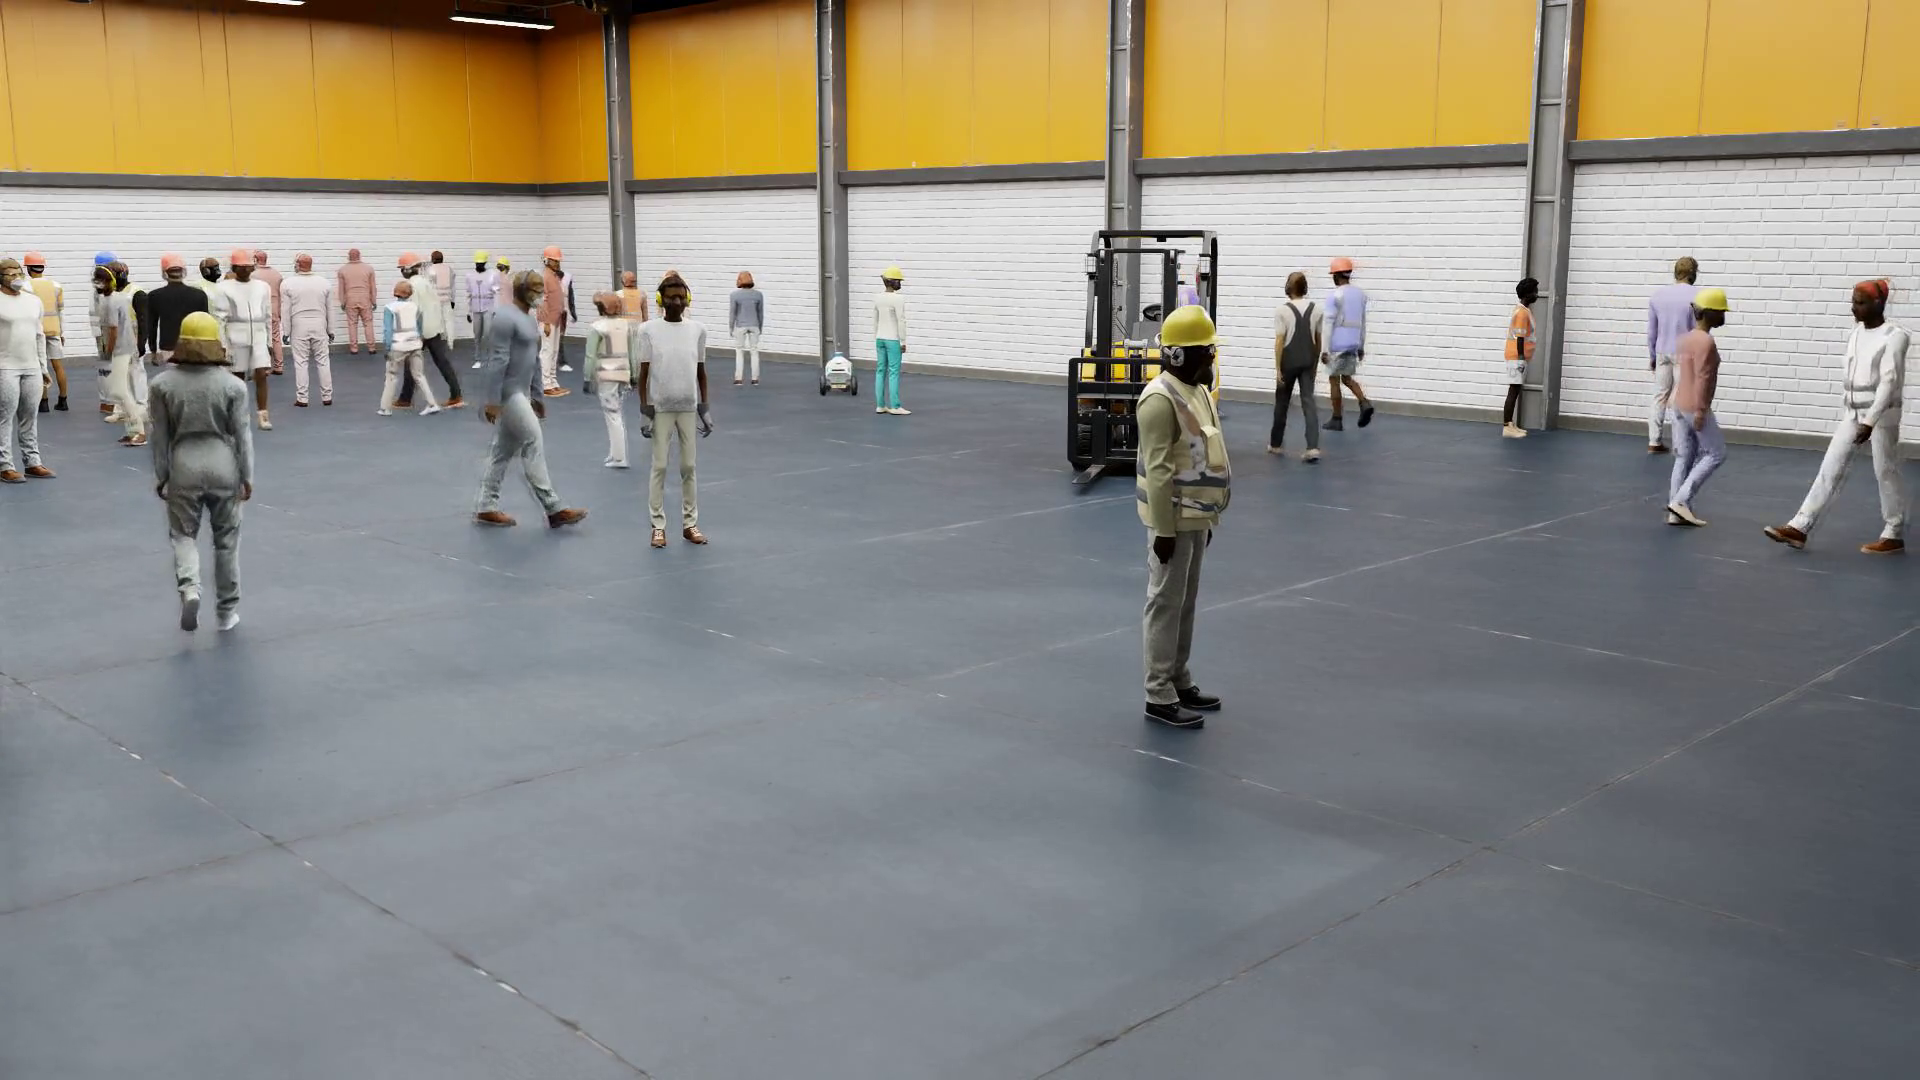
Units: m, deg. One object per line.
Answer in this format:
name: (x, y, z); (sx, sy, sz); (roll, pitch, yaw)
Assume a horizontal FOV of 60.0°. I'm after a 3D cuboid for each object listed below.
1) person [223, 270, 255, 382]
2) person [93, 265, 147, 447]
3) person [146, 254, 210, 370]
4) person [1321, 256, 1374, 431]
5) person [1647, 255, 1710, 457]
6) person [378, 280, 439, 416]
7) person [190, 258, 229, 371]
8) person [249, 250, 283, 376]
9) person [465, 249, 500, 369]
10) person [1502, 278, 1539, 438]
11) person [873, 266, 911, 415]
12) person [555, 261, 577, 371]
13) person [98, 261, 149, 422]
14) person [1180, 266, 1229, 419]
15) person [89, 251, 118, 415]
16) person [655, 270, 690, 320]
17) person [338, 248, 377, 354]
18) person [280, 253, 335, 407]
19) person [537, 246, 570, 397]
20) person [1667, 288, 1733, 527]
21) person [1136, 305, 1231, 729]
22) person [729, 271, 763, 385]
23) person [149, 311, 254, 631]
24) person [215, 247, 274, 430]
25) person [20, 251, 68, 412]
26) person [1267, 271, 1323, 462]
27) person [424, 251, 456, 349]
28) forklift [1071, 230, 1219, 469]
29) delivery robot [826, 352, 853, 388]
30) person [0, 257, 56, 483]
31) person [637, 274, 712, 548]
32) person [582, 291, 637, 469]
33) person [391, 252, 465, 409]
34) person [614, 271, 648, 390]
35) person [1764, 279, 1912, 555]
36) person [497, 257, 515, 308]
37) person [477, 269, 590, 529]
person: (-10.512, -3.102, 24.170); (0.279, 1.634, 0.499); (10, 14, 43)
person: (-8.538, -1.860, 16.883); (0.361, 1.834, 0.656); (-4, 11, -21)
person: (-8.230, -2.035, 17.555); (0.619, 1.929, 1.044); (-7, 12, -33)
person: (4.204, -2.123, 18.071); (0.571, 1.915, 0.586); (-6, 12, -29)
person: (6.937, -1.771, 16.082); (0.353, 1.937, 0.635); (-6, 12, -31)
person: (-6.586, -2.266, 19.697); (0.560, 1.611, 0.555); (8, 13, 38)
person: (-9.487, -2.659, 21.180); (0.429, 1.846, 0.628); (2, 11, 9)
person: (-10.597, -3.447, 25.297); (0.409, 1.913, 0.642); (5, 12, 27)
person: (-7.625, -3.676, 26.564); (0.608, 1.900, 0.472); (2, 11, 9)
person: (5.919, -1.920, 17.581); (0.321, 1.691, 0.532); (4, 11, 19)
person: (-0.823, -2.373, 19.841); (0.329, 1.765, 0.526); (-9, 14, -42)
person: (-6.431, -3.626, 26.361); (0.923, 1.890, 0.586); (10, 14, 43)
person: (-9.538, -2.250, 18.956); (0.621, 1.845, 0.429); (3, 11, 17)
person: (2.751, -2.279, 19.244); (0.564, 1.793, 0.831); (-8, 13, -36)
person: (-10.178, -2.477, 19.905); (0.405, 1.945, 0.615); (-8, 13, -37)
person: (-4.112, -3.049, 23.879); (0.507, 1.632, 0.274); (2, 11, 12)
person: (-10.804, -4.278, 29.865); (0.646, 1.905, 0.400); (-3, 11, -18)
person: (-8.151, -2.620, 20.788); (0.652, 1.909, 0.409); (-7, 13, -35)
person: (-5.417, -2.901, 22.102); (0.392, 1.989, 0.610); (1, 10, 4)
person: (5.388, -0.951, 12.109); (0.375, 1.748, 0.548); (2, 11, 9)
person: (0.982, -0.108, 7.301); (0.404, 1.833, 0.592); (5, 11, 24)
person: (-3.051, -3.017, 23.731); (0.516, 1.632, 0.305); (-4, 11, -21)
person: (-4.020, -0.345, 8.850); (0.504, 1.729, 0.524); (-3, 11, -18)
person: (-7.930, -2.236, 18.435); (0.618, 2.014, 0.931); (-8, 13, -38)
person: (-11.105, -2.511, 20.116); (0.355, 1.939, 0.543); (7, 12, 32)
person: (3.219, -1.647, 15.824); (0.522, 1.802, 0.980); (-2, 11, -9)
person: (-9.716, -4.466, 31.040); (0.429, 1.842, 0.633); (10, 14, 42)
forklift: (1.804, -1.825, 15.677); (1.214, 2.155, 2.313); (2, 11, 13)
delivery robot: (-1.627, -2.287, 22.413); (0.477, 0.478, 0.707); (0, 10, -2)
person: (-8.194, -1.473, 14.454); (0.379, 1.940, 0.629); (4, 11, 23)
person: (-1.959, -0.886, 11.443); (0.509, 1.872, 0.329); (-5, 11, -25)
person: (-3.250, -1.465, 15.248); (0.524, 1.617, 0.545); (6, 12, 32)
person: (-6.560, -2.557, 20.407); (0.990, 1.940, 0.589); (3, 11, 15)
person: (-4.566, -2.905, 23.088); (0.521, 1.636, 0.311); (-7, 13, -34)
person: (5.923, -0.797, 11.037); (0.987, 1.836, 0.603); (-2, 11, -9)
person: (-7.810, -3.976, 28.600); (0.526, 1.761, 0.334); (4, 11, 20)
person: (-3.131, -1.012, 12.107); (0.964, 1.879, 0.684); (0, 10, 1)
